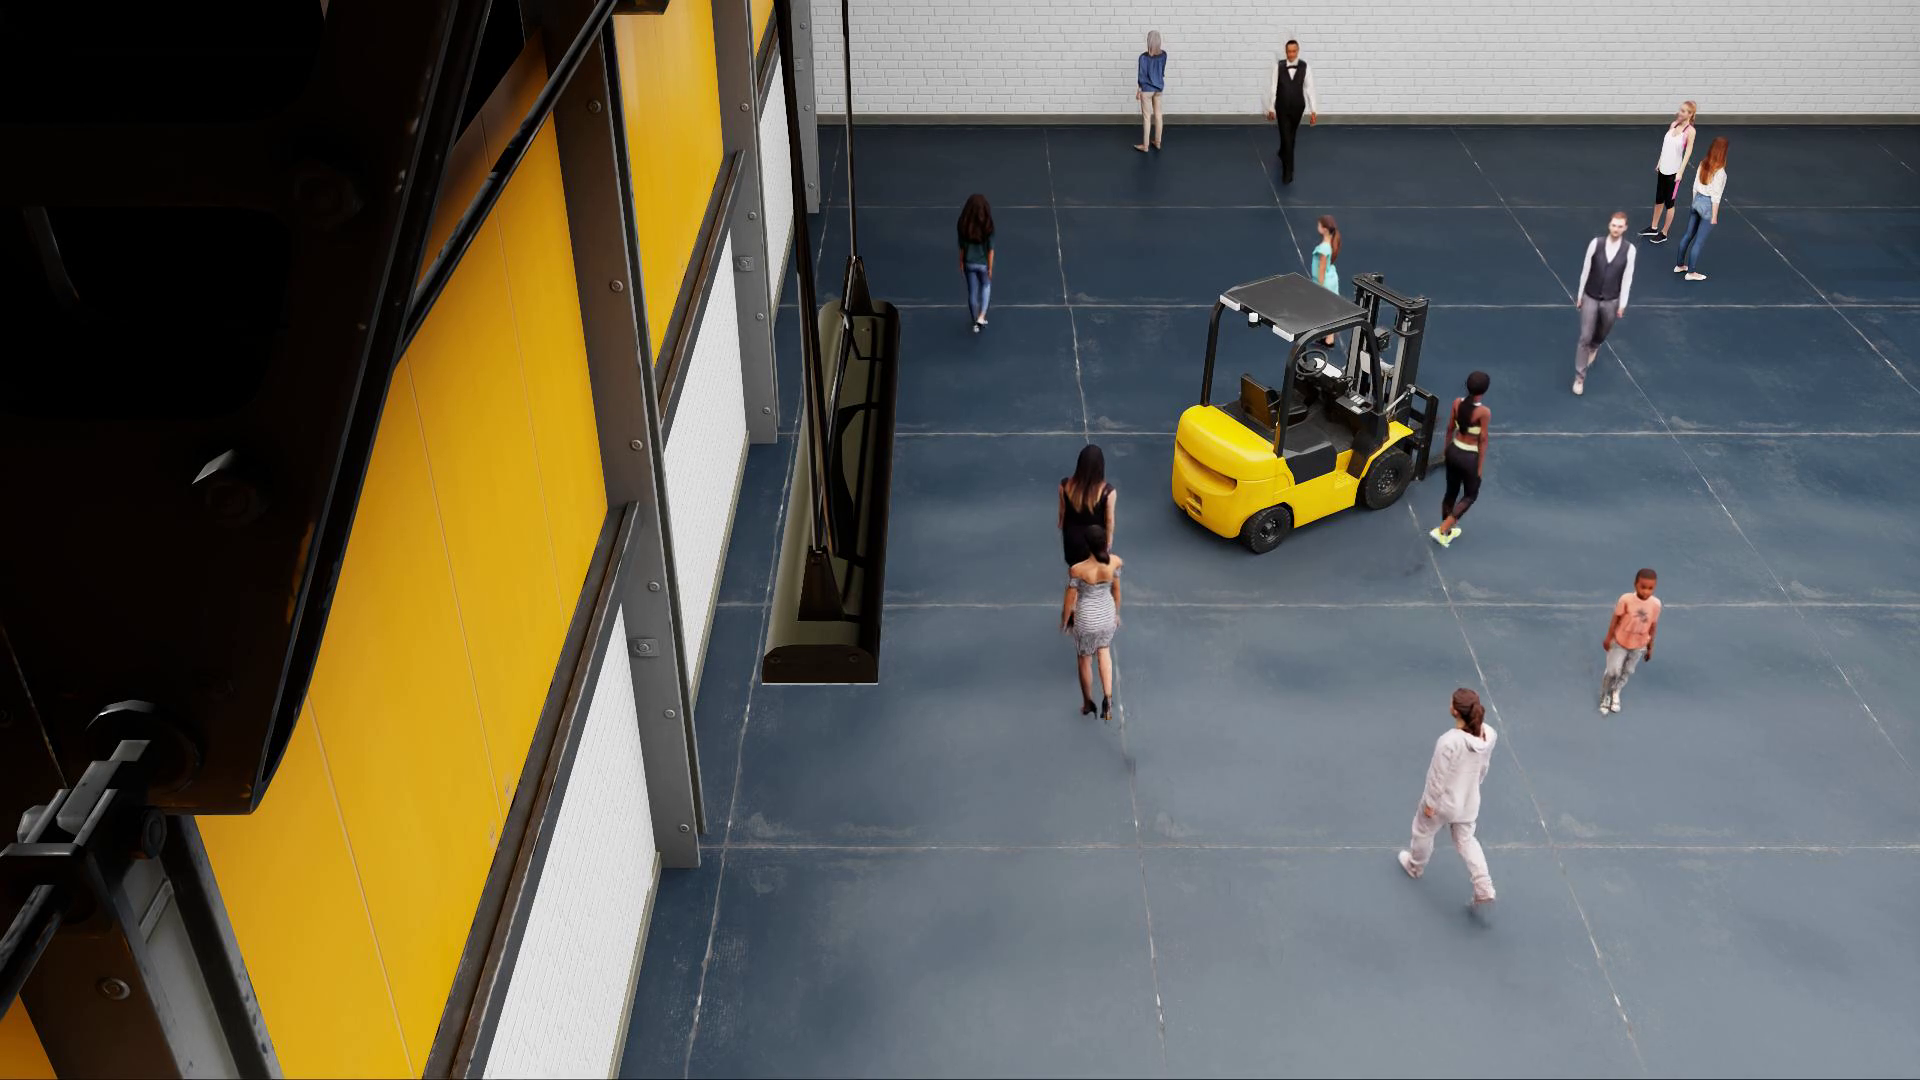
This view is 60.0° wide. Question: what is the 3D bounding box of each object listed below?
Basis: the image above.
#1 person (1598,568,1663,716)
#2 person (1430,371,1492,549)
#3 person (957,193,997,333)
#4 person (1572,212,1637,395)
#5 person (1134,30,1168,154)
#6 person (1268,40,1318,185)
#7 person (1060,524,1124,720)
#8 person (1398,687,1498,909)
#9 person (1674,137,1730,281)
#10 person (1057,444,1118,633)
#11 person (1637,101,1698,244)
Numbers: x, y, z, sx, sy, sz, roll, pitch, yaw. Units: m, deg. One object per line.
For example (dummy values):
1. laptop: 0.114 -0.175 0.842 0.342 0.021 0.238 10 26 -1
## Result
1. person: 5.263 0.747 13.095 0.547 1.304 0.567 7 34 10
2. person: 4.440 -0.670 14.829 0.880 1.744 0.835 -25 41 -32
3. person: 0.173 -3.058 18.548 0.597 1.605 0.613 3 34 4
4. person: 6.759 -2.560 17.522 0.934 1.911 1.225 12 35 17
5. person: 2.694 -6.311 23.359 0.709 1.697 0.730 -19 38 -26
6. person: 4.459 -5.845 22.507 0.893 1.864 1.310 1 34 2
7. person: 1.060 0.692 12.716 0.730 1.815 0.775 -10 35 -15
8. person: 3.387 1.776 11.219 0.889 1.666 1.107 -14 36 -20
9. person: 8.845 -3.954 19.785 0.685 1.728 0.528 -8 35 -12
10. person: 1.023 0.035 13.812 0.722 1.697 0.722 6 34 9
11. person: 8.862 -4.596 20.697 0.725 1.787 0.569 -11 35 -15
